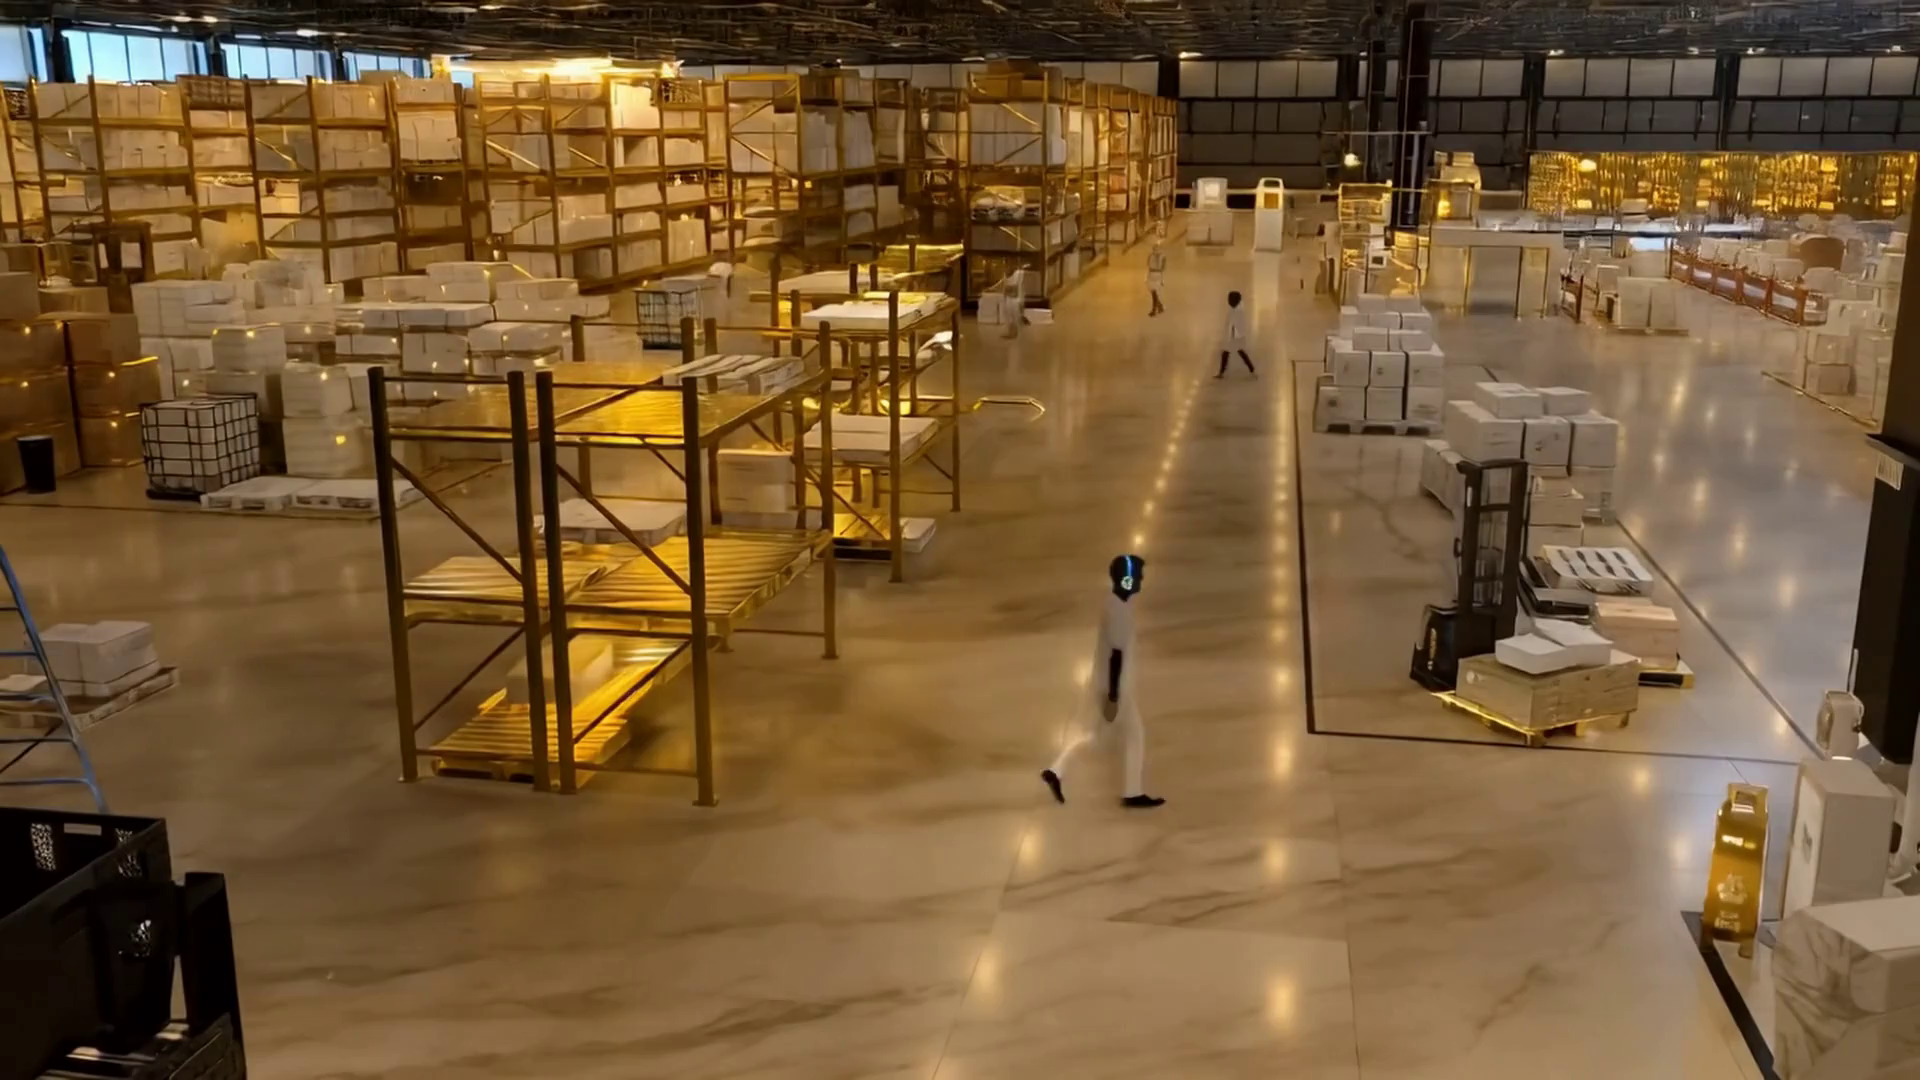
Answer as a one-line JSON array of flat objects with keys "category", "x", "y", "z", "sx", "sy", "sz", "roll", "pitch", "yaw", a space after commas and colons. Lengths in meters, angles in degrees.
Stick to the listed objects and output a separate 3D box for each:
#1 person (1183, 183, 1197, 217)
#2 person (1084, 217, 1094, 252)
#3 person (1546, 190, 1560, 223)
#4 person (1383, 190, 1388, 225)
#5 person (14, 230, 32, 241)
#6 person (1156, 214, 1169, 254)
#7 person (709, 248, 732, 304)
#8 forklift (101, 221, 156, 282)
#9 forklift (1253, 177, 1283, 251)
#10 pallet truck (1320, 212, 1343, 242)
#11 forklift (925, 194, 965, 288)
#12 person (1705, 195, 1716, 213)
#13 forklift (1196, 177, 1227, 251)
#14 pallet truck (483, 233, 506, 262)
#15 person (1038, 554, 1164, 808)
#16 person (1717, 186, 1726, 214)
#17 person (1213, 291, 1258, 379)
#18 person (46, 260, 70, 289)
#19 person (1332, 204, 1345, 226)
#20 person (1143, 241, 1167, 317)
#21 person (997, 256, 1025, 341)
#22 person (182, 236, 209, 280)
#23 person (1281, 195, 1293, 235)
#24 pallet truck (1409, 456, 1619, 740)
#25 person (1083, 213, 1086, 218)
[{"category": "person", "x": 12.634, "y": -18.491, "z": 90.415, "sx": 0.656, "sy": 1.860, "sz": 0.981, "roll": -10, "pitch": 17, "yaw": -35}, {"category": "person", "x": 4.613, "y": -10.499, "z": 58.340, "sx": 0.875, "sy": 1.644, "sz": 0.553, "roll": 3, "pitch": 14, "yaw": 12}, {"category": "person", "x": 28.549, "y": -15.942, "z": 80.138, "sx": 0.936, "sy": 1.797, "sz": 0.595, "roll": -1, "pitch": 14, "yaw": -6}, {"category": "person", "x": 20.892, "y": -16.287, "z": 81.653, "sx": 0.345, "sy": 1.746, "sz": 0.573, "roll": 7, "pitch": 16, "yaw": 27}, {"category": "person", "x": -29.025, "y": -8.821, "z": 51.650, "sx": 0.535, "sy": 1.583, "sz": 0.880, "roll": -8, "pitch": 16, "yaw": -29}, {"category": "person", "x": 7.263, "y": -10.918, "z": 59.987, "sx": 0.469, "sy": 1.679, "sz": 0.544, "roll": -12, "pitch": 18, "yaw": -39}, {"category": "person", "x": -5.674, "y": -5.779, "z": 38.583, "sx": 0.774, "sy": 1.941, "sz": 0.638, "roll": 10, "pitch": 17, "yaw": 36}, {"category": "forklift", "x": -16.772, "y": -5.071, "z": 33.793, "sx": 1.129, "sy": 2.768, "sz": 1.873, "roll": 3, "pitch": 14, "yaw": 10}, {"category": "forklift", "x": 12.083, "y": -12.747, "z": 64.956, "sx": 1.129, "sy": 2.768, "sz": 1.873, "roll": 3, "pitch": 14, "yaw": 10}, {"category": "pallet truck", "x": 15.874, "y": -13.227, "z": 70.310, "sx": 0.680, "sy": 1.201, "sz": 1.601, "roll": 10, "pitch": 17, "yaw": 35}, {"category": "forklift", "x": -0.520, "y": -8.650, "z": 48.321, "sx": 1.129, "sy": 2.768, "sz": 1.873, "roll": 3, "pitch": 14, "yaw": 10}, {"category": "person", "x": 32.917, "y": -14.177, "z": 72.834, "sx": 0.921, "sy": 1.877, "sz": 0.627, "roll": 2, "pitch": 14, "yaw": 9}, {"category": "forklift", "x": 9.862, "y": -12.712, "z": 64.815, "sx": 1.129, "sy": 2.768, "sz": 1.873, "roll": 3, "pitch": 14, "yaw": 10}, {"category": "pallet truck", "x": -11.832, "y": -7.026, "z": 43.548, "sx": 1.885, "sy": 1.965, "sz": 0.823, "roll": 8, "pitch": 16, "yaw": 28}, {"category": "person", "x": 0.983, "y": 0.978, "z": 11.388, "sx": 0.802, "sy": 1.840, "sz": 0.521, "roll": -3, "pitch": 14, "yaw": -13}, {"category": "person", "x": 40.537, "y": -17.997, "z": 88.484, "sx": 0.777, "sy": 1.809, "sz": 0.599, "roll": 0, "pitch": 14, "yaw": 0}, {"category": "person", "x": 5.231, "y": -3.851, "z": 31.343, "sx": 0.826, "sy": 1.669, "sz": 0.531, "roll": 8, "pitch": 16, "yaw": 29}, {"category": "person", "x": -18.654, "y": -4.789, "z": 34.468, "sx": 0.384, "sy": 1.993, "sz": 0.623, "roll": 2, "pitch": 14, "yaw": 10}, {"category": "person", "x": 14.361, "y": -11.841, "z": 63.313, "sx": 0.971, "sy": 1.907, "sz": 0.597, "roll": -11, "pitch": 17, "yaw": -37}, {"category": "person", "x": 5.000, "y": -6.647, "z": 42.213, "sx": 0.553, "sy": 1.908, "sz": 0.893, "roll": 10, "pitch": 17, "yaw": 36}, {"category": "person", "x": 1.058, "y": -5.374, "z": 37.057, "sx": 0.629, "sy": 1.880, "sz": 0.899, "roll": 13, "pitch": 19, "yaw": 43}, {"category": "person", "x": -20.152, "y": -7.051, "z": 43.859, "sx": 0.676, "sy": 1.891, "sz": 0.431, "roll": -2, "pitch": 14, "yaw": -9}, {"category": "person", "x": 14.569, "y": -14.645, "z": 74.941, "sx": 0.949, "sy": 1.783, "sz": 0.604, "roll": 4, "pitch": 14, "yaw": 15}, {"category": "pallet truck", "x": 4.504, "y": 0.400, "z": 13.395, "sx": 0.823, "sy": 1.965, "sz": 1.885, "roll": -6, "pitch": 15, "yaw": -23}, {"category": "person", "x": 5.664, "y": -14.632, "z": 74.945, "sx": 0.530, "sy": 1.754, "sz": 0.388, "roll": 6, "pitch": 15, "yaw": 23}]
